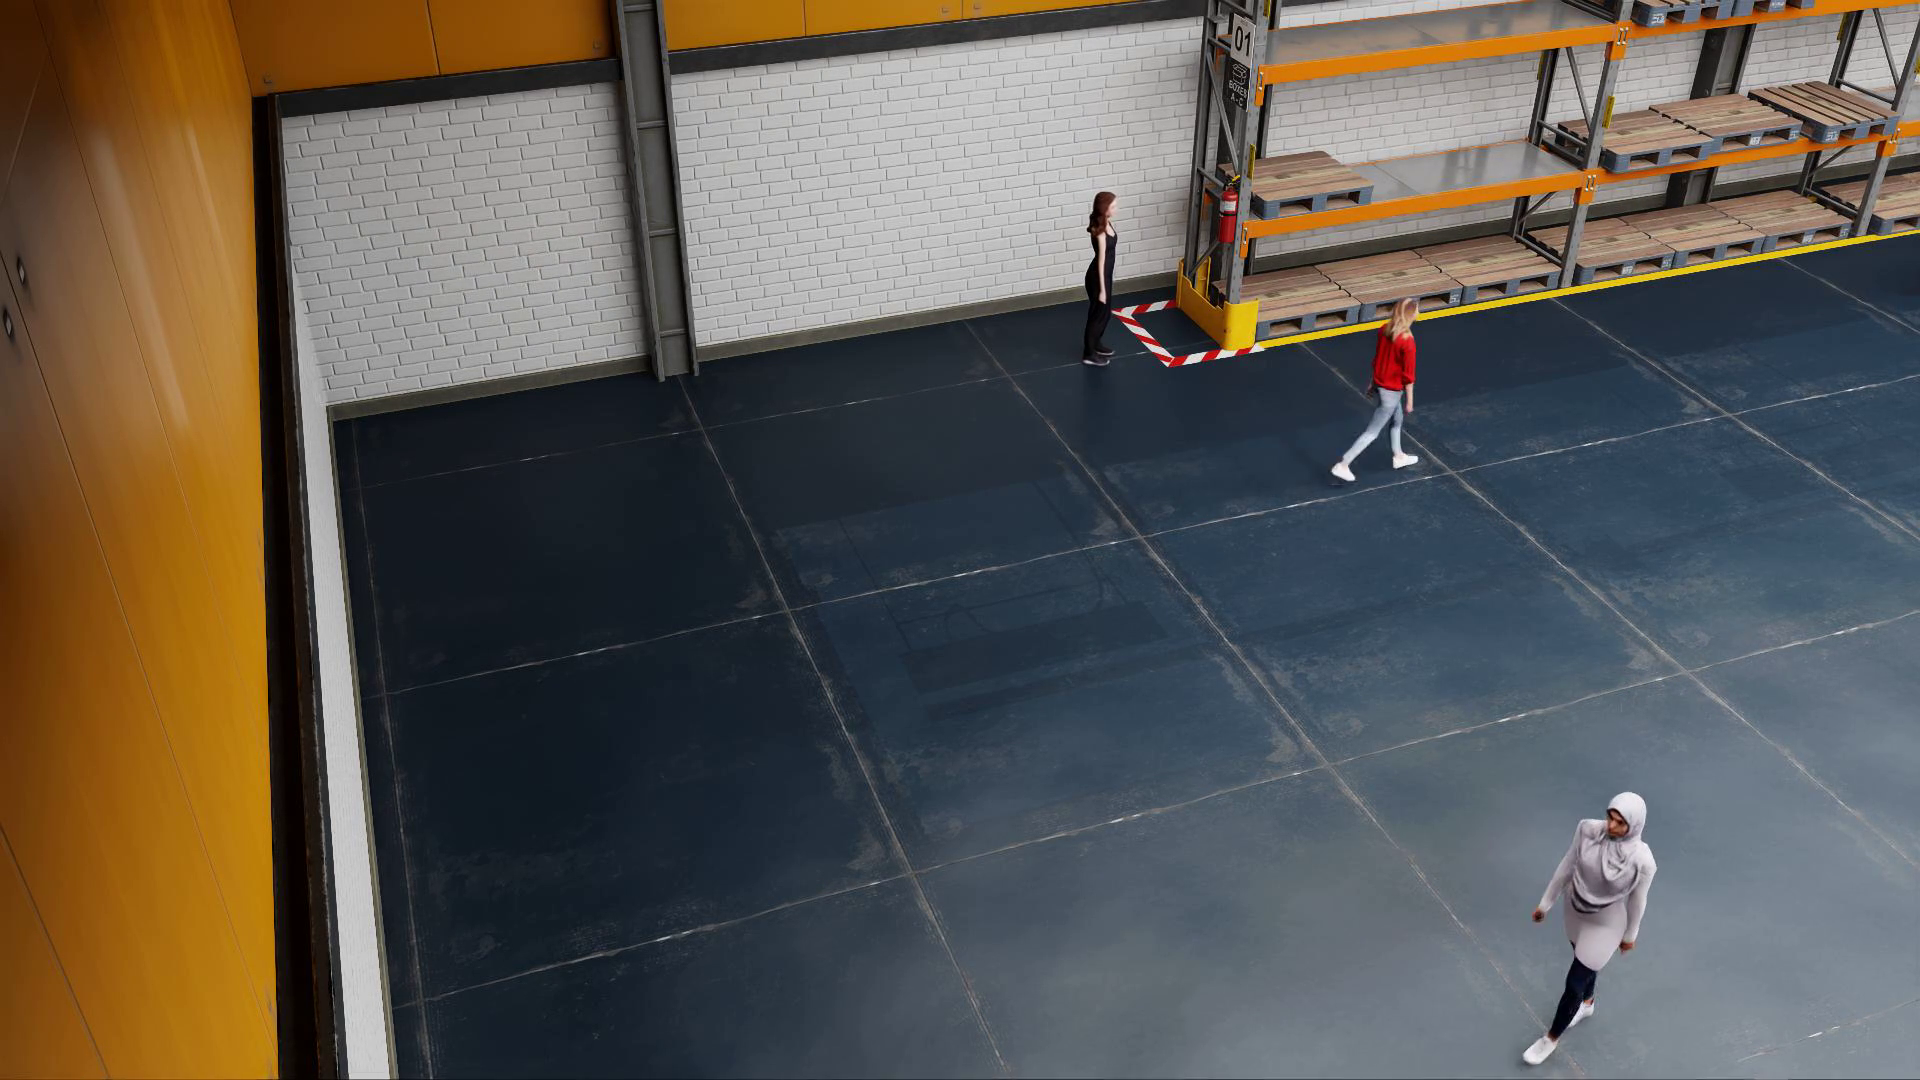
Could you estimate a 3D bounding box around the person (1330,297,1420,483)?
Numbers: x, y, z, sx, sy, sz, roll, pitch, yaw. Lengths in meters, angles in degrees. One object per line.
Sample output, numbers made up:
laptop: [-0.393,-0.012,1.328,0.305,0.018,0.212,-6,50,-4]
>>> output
person: [3.537,-1.224,13.990,1.118,1.665,0.633,-11,35,-17]

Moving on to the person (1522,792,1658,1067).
person: [3.494,2.021,9.028,0.932,1.753,0.712,-17,37,-24]

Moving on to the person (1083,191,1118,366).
person: [1.318,-2.500,15.840,0.690,1.742,0.673,6,34,9]
